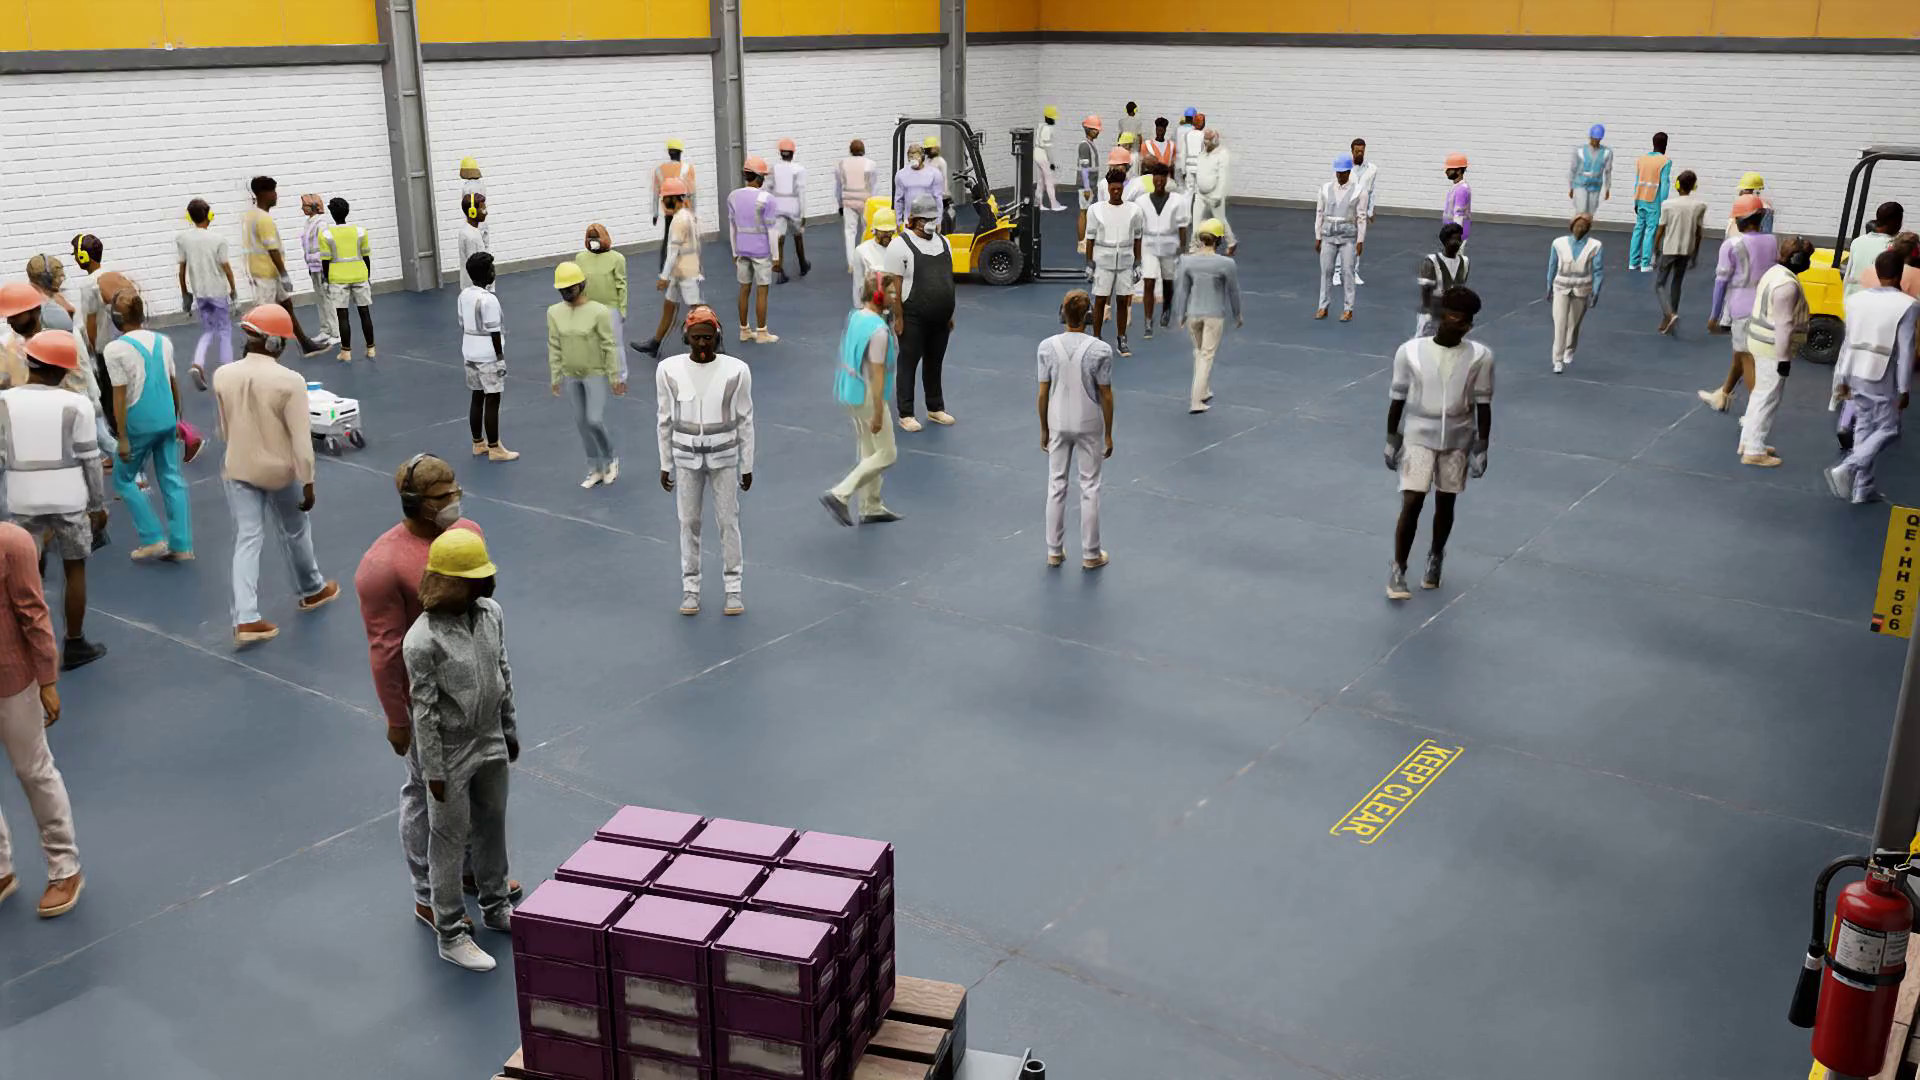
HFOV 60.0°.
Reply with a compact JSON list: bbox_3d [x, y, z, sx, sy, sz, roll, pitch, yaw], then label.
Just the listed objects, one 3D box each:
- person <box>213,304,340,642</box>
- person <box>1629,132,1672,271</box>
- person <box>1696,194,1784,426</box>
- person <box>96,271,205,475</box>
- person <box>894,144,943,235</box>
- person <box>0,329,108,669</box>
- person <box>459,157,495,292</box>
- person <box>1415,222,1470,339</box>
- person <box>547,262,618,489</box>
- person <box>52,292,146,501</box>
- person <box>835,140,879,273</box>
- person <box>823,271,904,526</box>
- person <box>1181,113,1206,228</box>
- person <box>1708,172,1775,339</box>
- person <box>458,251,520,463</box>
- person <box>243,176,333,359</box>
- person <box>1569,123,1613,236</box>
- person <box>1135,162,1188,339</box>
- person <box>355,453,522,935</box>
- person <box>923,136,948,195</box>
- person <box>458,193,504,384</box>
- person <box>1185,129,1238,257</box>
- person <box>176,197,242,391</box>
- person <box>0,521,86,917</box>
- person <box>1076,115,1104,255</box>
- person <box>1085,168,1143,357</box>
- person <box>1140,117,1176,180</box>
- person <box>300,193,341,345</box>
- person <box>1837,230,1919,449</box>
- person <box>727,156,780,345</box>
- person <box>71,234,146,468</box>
[{"bbox_3d":[-4.026,-0.401,9.715,0.627,1.927,1.010,2,18,6],"label":"person"},{"bbox_3d":[9.637,-4.707,23.233,0.397,1.888,0.587,-7,19,-21],"label":"person"},{"bbox_3d":[6.921,-2.029,14.677,0.613,1.980,1.021,-5,18,-15],"label":"person"},{"bbox_3d":[-6.475,-1.336,13.156,0.751,1.602,0.497,-15,23,-40],"label":"person"},{"bbox_3d":[-0.528,-4.040,21.085,0.634,1.929,0.383,4,18,12],"label":"person"},{"bbox_3d":[-5.060,-0.196,9.124,0.706,1.885,0.485,-6,19,-18],"label":"person"},{"bbox_3d":[-6.220,-4.021,21.315,0.306,1.743,0.494,4,18,11],"label":"person"},{"bbox_3d":[4.498,-2.163,15.632,0.530,1.662,0.839,-5,18,-14],"label":"person"},{"bbox_3d":[-2.864,-1.245,12.611,0.530,1.743,0.376,5,18,16],"label":"person"},{"bbox_3d":[-6.510,-1.027,12.216,0.834,1.569,0.548,-14,22,-37],"label":"person"},{"bbox_3d":[-1.415,-4.692,23.319,0.637,1.796,0.851,3,18,9],"label":"person"},{"bbox_3d":[-0.671,-0.965,11.624,0.526,1.831,0.579,-6,19,-18],"label":"person"},{"bbox_3d":[3.958,-6.152,27.754,0.574,1.883,0.355,11,21,31],"label":"person"},{"bbox_3d":[8.688,-3.156,18.469,0.404,1.827,0.600,-5,18,-14],"label":"person"},{"bbox_3d":[-3.829,-1.478,13.429,0.318,1.698,0.539,-16,24,-40],"label":"person"},{"bbox_3d":[-7.081,-2.784,17.172,0.939,1.914,0.613,-10,20,-28],"label":"person"},{"bbox_3d":[9.655,-5.445,25.538,0.614,1.903,0.805,3,18,9],"label":"person"},{"bbox_3d":[2.253,-3.287,18.726,0.613,1.938,0.942,3,18,9],"label":"person"},{"bbox_3d":[-2.037,0.597,6.552,0.361,1.939,0.635,8,19,23],"label":"person"},{"bbox_3d":[-0.450,-5.167,24.941,0.494,1.725,0.583,15,23,38],"label":"person"},{"bbox_3d":[-4.670,-2.421,16.124,0.331,1.864,0.505,-5,19,-17],"label":"person"},{"bbox_3d":[3.713,-5.087,24.434,0.919,1.877,0.636,-15,23,-39],"label":"person"},{"bbox_3d":[-7.120,-2.297,15.756,0.531,1.851,0.526,2,18,5],"label":"person"},{"bbox_3d":[-3.896,0.567,6.585,0.628,1.981,0.410,-2,18,-6],"label":"person"},{"bbox_3d":[1.931,-5.288,24.805,0.393,2.036,0.605,3,18,10],"label":"person"},{"bbox_3d":[1.613,-2.900,17.447,0.615,1.964,0.361,-2,18,-6],"label":"person"},{"bbox_3d":[3.052,-5.522,25.655,0.603,1.962,0.372,-6,19,-18],"label":"person"},{"bbox_3d":[-6.971,-2.946,18.121,0.309,1.641,0.514,-14,22,-37],"label":"person"},{"bbox_3d":[7.690,-1.656,13.824,0.928,1.813,0.570,-16,24,-41],"label":"person"},{"bbox_3d":[-2.218,-3.143,18.111,0.611,2.032,0.411,10,20,28],"label":"person"},{"bbox_3d":[-6.816,-1.501,13.260,0.343,1.857,0.526,0,18,1],"label":"person"}]
